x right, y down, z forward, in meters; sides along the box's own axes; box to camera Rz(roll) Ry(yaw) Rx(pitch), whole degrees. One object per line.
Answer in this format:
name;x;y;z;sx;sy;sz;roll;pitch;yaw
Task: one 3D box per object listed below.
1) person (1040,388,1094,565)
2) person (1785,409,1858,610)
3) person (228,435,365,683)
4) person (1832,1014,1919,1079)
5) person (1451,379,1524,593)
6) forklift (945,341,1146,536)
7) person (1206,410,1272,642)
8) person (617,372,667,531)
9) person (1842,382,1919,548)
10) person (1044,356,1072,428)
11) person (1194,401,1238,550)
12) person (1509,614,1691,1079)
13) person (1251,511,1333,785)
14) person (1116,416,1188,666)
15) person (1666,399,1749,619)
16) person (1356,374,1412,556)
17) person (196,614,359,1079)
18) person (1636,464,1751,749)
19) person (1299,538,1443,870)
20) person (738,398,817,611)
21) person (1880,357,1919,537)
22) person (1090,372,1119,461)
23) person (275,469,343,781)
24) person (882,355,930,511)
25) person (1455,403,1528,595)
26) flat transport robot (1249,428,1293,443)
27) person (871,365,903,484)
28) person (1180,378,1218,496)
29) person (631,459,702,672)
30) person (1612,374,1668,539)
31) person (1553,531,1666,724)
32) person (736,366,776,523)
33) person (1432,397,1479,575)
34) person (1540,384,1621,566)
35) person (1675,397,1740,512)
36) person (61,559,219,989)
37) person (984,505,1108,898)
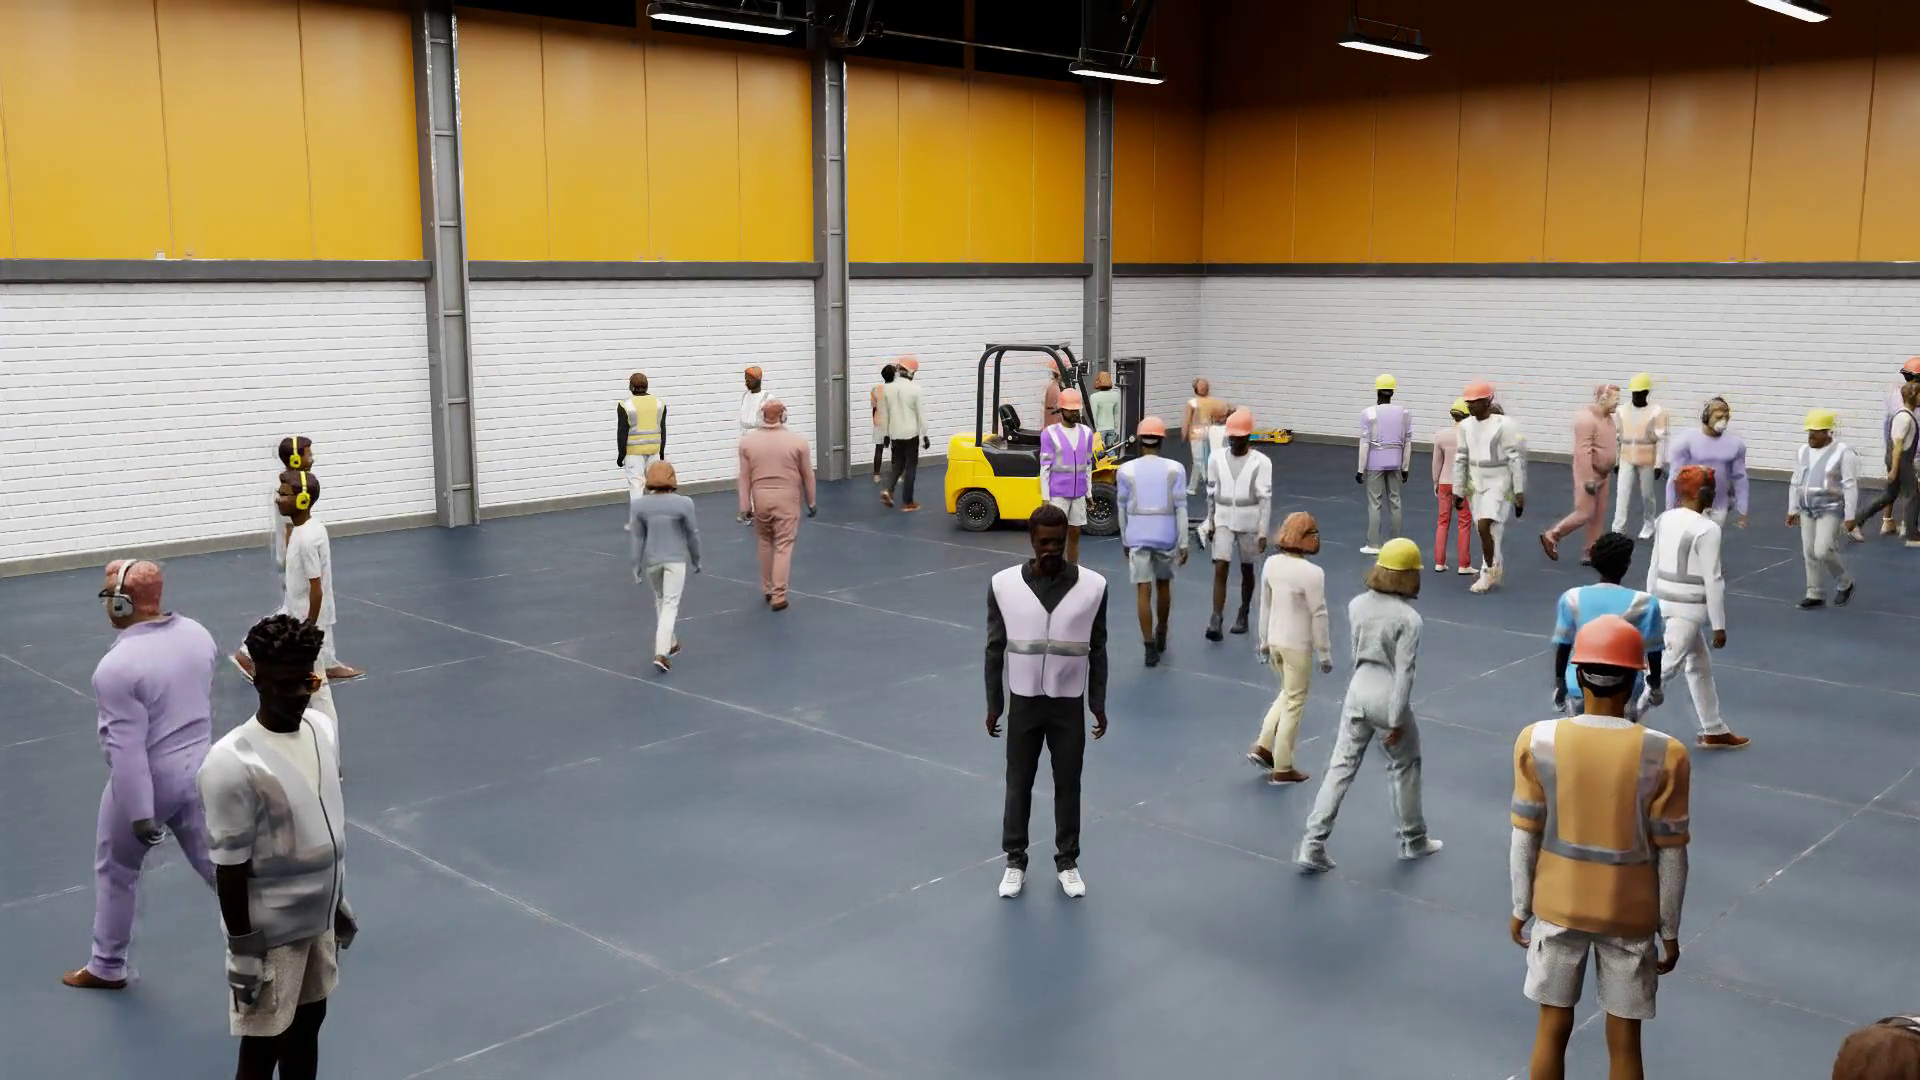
person;1.013;-0.448;15.488;0.552;1.935;0.373;-4;10;-25
person;7.637;-0.262;14.753;0.478;1.808;0.613;-3;10;-19
person;-4.904;0.149;12.156;0.867;1.837;0.524;-4;10;-26
person;1.511;1.674;2.780;0.428;1.840;0.631;-7;11;-35
person;4.905;-0.498;15.584;0.657;2.007;0.658;-6;11;-31
forklift;0.977;-1.223;19.452;2.313;2.155;1.214;2;9;11
person;2.241;-0.105;13.529;0.556;1.882;0.989;3;10;20
person;-3.698;-1.016;19.264;0.622;1.845;0.429;-7;12;-38
person;10.226;-0.826;18.214;0.856;1.818;0.512;4;10;21
person;1.160;-1.301;20.654;0.920;1.963;0.623;-2;9;-10
person;2.795;-0.687;17.934;0.671;1.612;0.519;-5;11;-30
person;2.072;1.197;5.430;0.542;1.929;0.373;5;10;27
person;1.970;0.638;9.780;0.355;1.625;0.498;-4;10;-26
person;1.489;-0.015;12.979;0.545;1.884;0.902;1;9;4
person;6.544;-0.261;14.444;0.664;1.896;0.932;-1;9;-4
person;4.485;-0.797;17.661;0.594;1.924;0.383;-2;9;-12
person;-2.149;1.196;5.324;0.370;1.963;0.608;2;9;10
person;4.493;0.442;10.363;1.006;1.836;0.585;-1;9;-4
person;2.091;0.830;8.393;0.887;1.697;0.493;-7;12;-36
person;-1.615;-0.337;15.008;0.651;1.875;0.868;2;9;9
person;10.754;-1.050;18.857;0.375;2.044;0.604;-3;10;-16
person;1.957;-1.481;22.750;0.509;1.632;0.265;-7;11;-35
person;-3.846;0.513;9.787;0.326;1.876;0.520;-4;10;-22
person;-0.693;-1.329;20.817;0.619;1.964;0.482;7;11;35
person;5.056;-0.417;15.804;0.621;1.793;0.967;8;12;42
flat transport robot;5.085;-1.857;29.224;1.431;0.197;0.652;3;10;18
person;-1.014;-1.630;23.502;0.529;1.690;0.321;3;10;16
person;3.206;-1.339;21.964;0.516;1.601;0.845;-6;11;-31
person;-2.266;0.179;12.698;0.495;1.592;0.870;2;9;10
person;7.547;-0.906;18.491;0.604;1.877;0.984;9;13;42
person;3.390;0.785;8.775;0.536;1.660;0.839;9;13;43
person;-2.433;-1.139;19.877;0.573;1.887;0.355;8;12;40
person;4.964;-0.537;16.558;0.533;1.767;0.327;9;13;43
person;6.358;-0.655;16.922;0.661;1.883;0.620;-9;13;-42
person;7.252;-0.493;16.162;1.019;1.819;0.528;-9;13;-44
person;-3.291;0.993;6.922;0.991;1.870;0.633;3;10;16
person;0.417;0.773;8.059;0.599;1.916;0.377;0;9;-1
